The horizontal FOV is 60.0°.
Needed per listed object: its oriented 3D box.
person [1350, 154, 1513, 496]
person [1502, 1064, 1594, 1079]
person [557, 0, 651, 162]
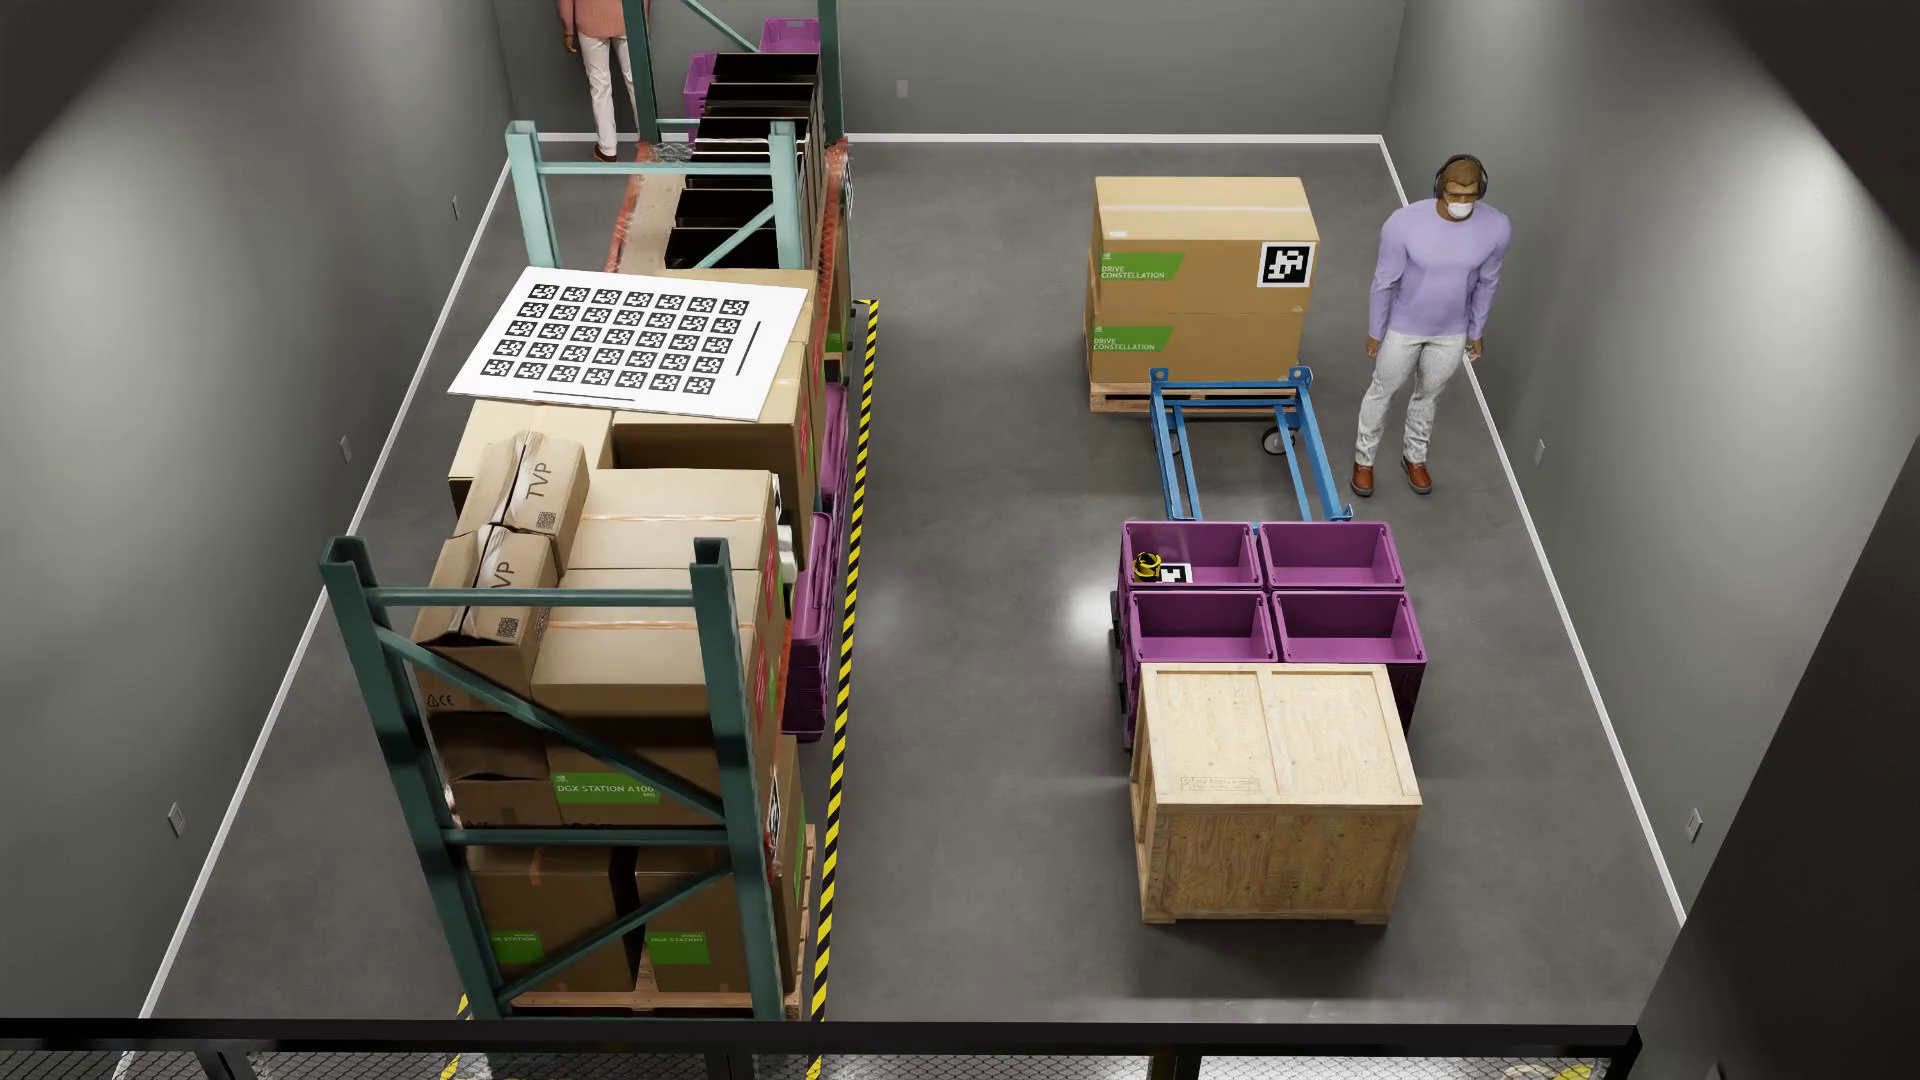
[{"bbox_3d":[2.338,-1.061,8.324,0.629,1.940,0.376,0,41,0],"label":"person"},{"bbox_3d":[1.622,2.067,4.835,0.403,1.831,0.597,6,42,6],"label":"person"},{"bbox_3d":[-2.336,-3.422,10.974,0.608,1.995,0.377,-16,44,-17],"label":"person"}]
